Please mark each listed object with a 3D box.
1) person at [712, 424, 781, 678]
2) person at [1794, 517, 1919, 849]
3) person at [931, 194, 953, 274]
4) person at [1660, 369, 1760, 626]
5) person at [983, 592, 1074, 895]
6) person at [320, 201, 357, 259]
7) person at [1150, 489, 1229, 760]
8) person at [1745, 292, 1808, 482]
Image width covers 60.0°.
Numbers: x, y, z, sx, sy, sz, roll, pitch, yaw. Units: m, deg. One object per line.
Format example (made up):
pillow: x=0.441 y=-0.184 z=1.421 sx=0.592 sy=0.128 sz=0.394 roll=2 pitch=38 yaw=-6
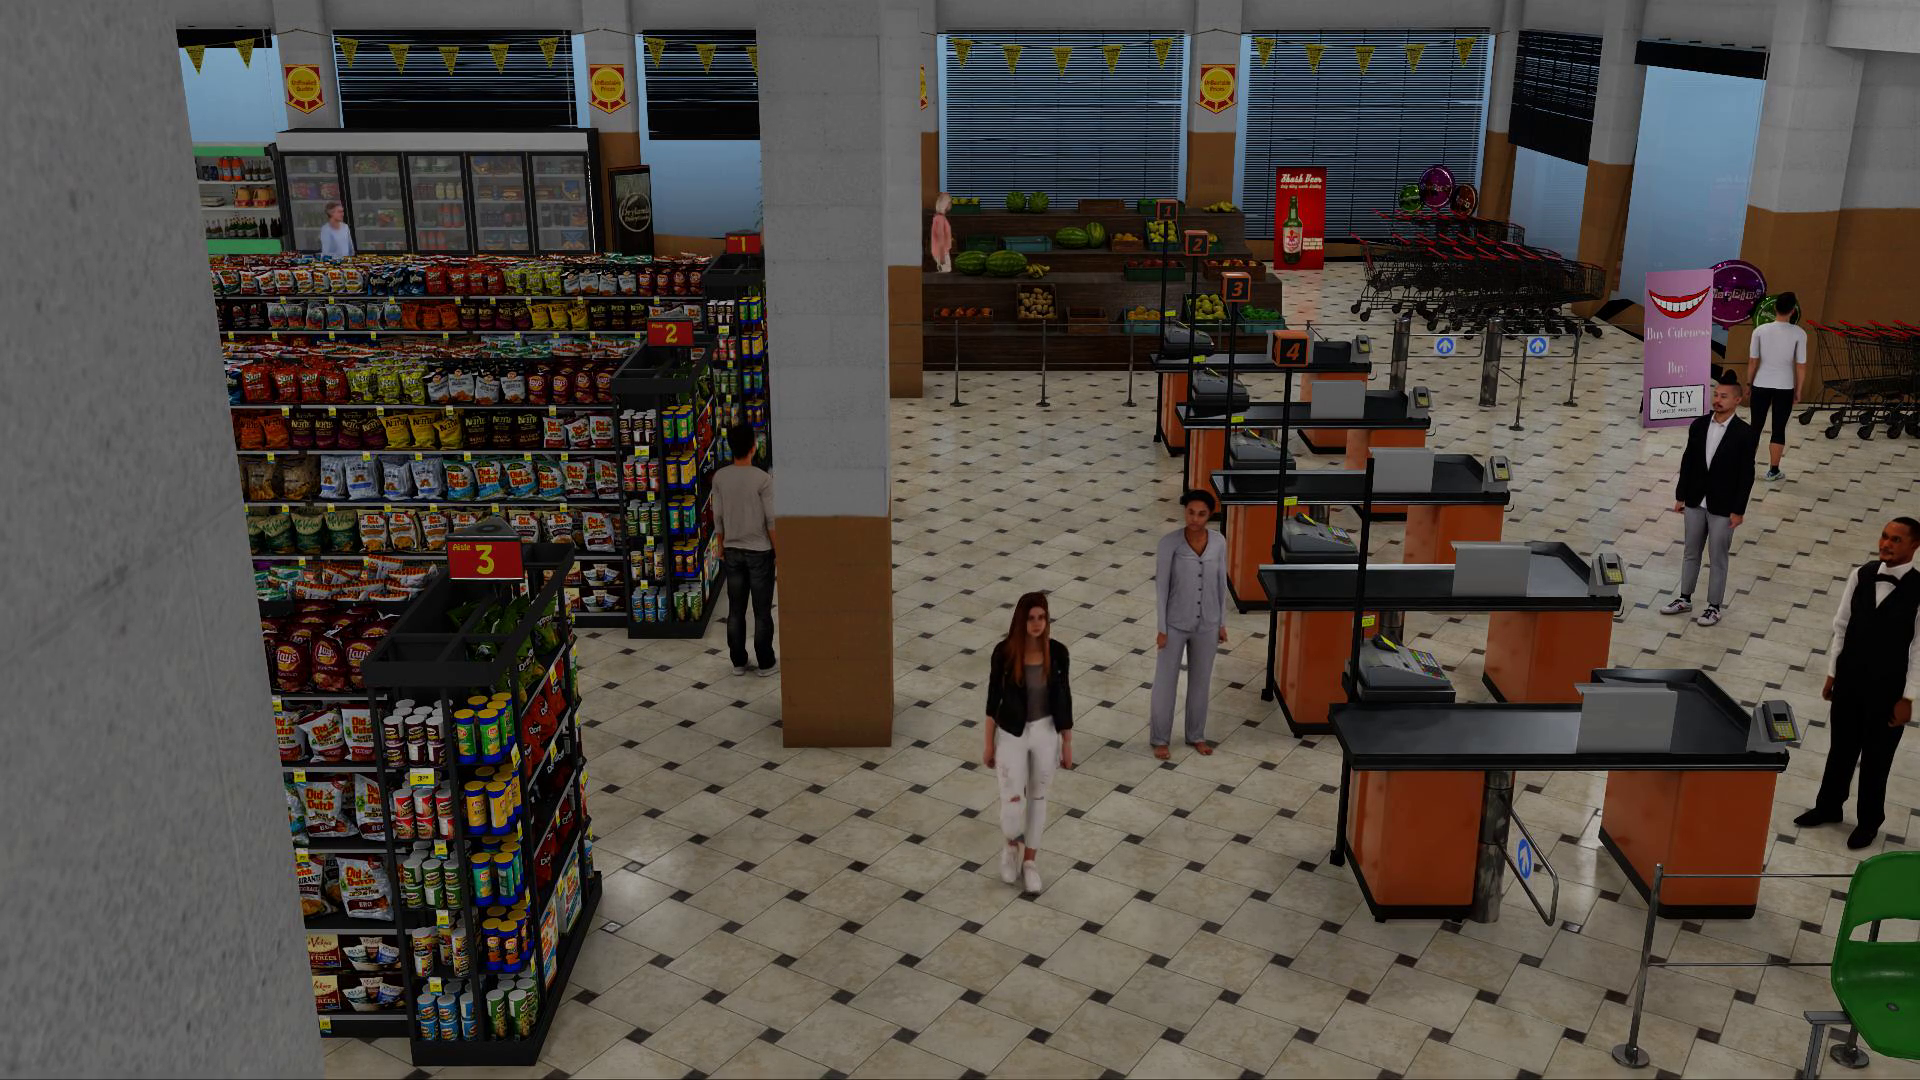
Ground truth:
person: x=-1.476 y=0.077 z=11.580 sx=0.596 sy=1.812 sz=0.775 roll=6 pitch=19 yaw=16
person: x=5.134 y=0.779 z=9.330 sx=0.785 sy=1.919 sz=0.780 roll=-12 pitch=22 yaw=-31
person: x=-0.366 y=-4.238 z=24.540 sx=0.895 sy=1.708 sz=0.660 roll=-2 pitch=19 yaw=-7
person: x=5.698 y=-0.326 z=12.559 sx=0.811 sy=1.950 sz=0.797 roll=-13 pitch=23 yaw=-34
person: x=0.350 y=1.047 z=8.887 sx=0.581 sy=1.695 sz=0.720 roll=-2 pitch=19 yaw=-7
person: x=-8.471 y=-3.616 z=22.473 sx=1.329 sy=1.850 sz=0.939 roll=6 pitch=19 yaw=17
person: x=1.431 y=0.505 z=10.432 sx=0.556 sy=1.734 sz=0.739 roll=-4 pitch=19 yaw=-12
person: x=7.918 y=-1.497 z=16.185 sx=0.705 sy=1.852 sz=0.813 roll=12 pitch=22 yaw=31
